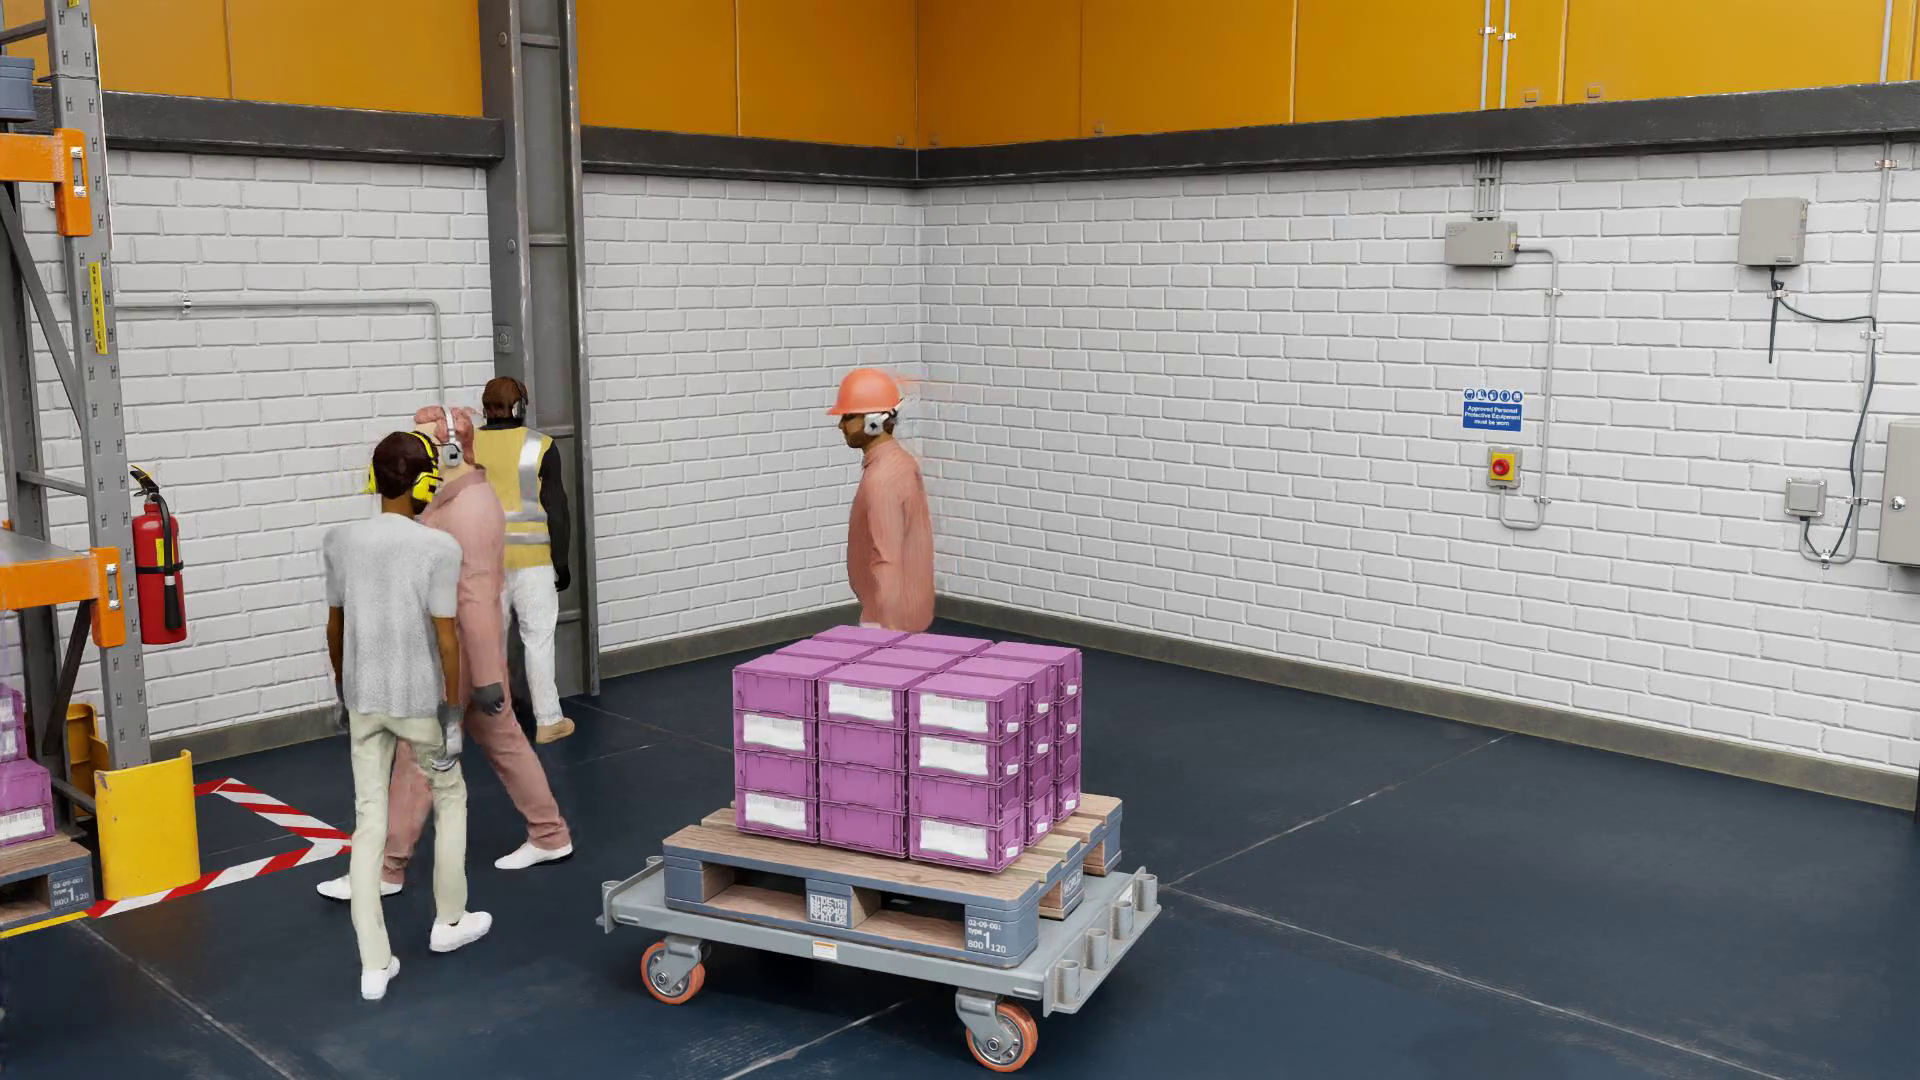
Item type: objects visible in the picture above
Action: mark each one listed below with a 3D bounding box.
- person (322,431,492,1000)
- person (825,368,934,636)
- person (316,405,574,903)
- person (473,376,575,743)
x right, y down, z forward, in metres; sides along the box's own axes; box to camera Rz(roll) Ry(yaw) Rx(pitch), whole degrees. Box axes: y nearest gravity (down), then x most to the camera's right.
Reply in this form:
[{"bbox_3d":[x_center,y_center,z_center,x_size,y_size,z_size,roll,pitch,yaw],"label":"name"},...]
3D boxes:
[{"bbox_3d":[-1.866,0.551,5.580,0.550,1.831,0.773,1,9,3],"label":"person"},{"bbox_3d":[-0.268,0.288,6.760,0.524,1.978,0.616,2,9,10],"label":"person"},{"bbox_3d":[-1.945,0.416,6.332,0.945,1.858,0.639,-2,9,-12],"label":"person"},{"bbox_3d":[-2.228,0.105,8.299,0.619,1.838,0.430,1,9,7],"label":"person"}]
